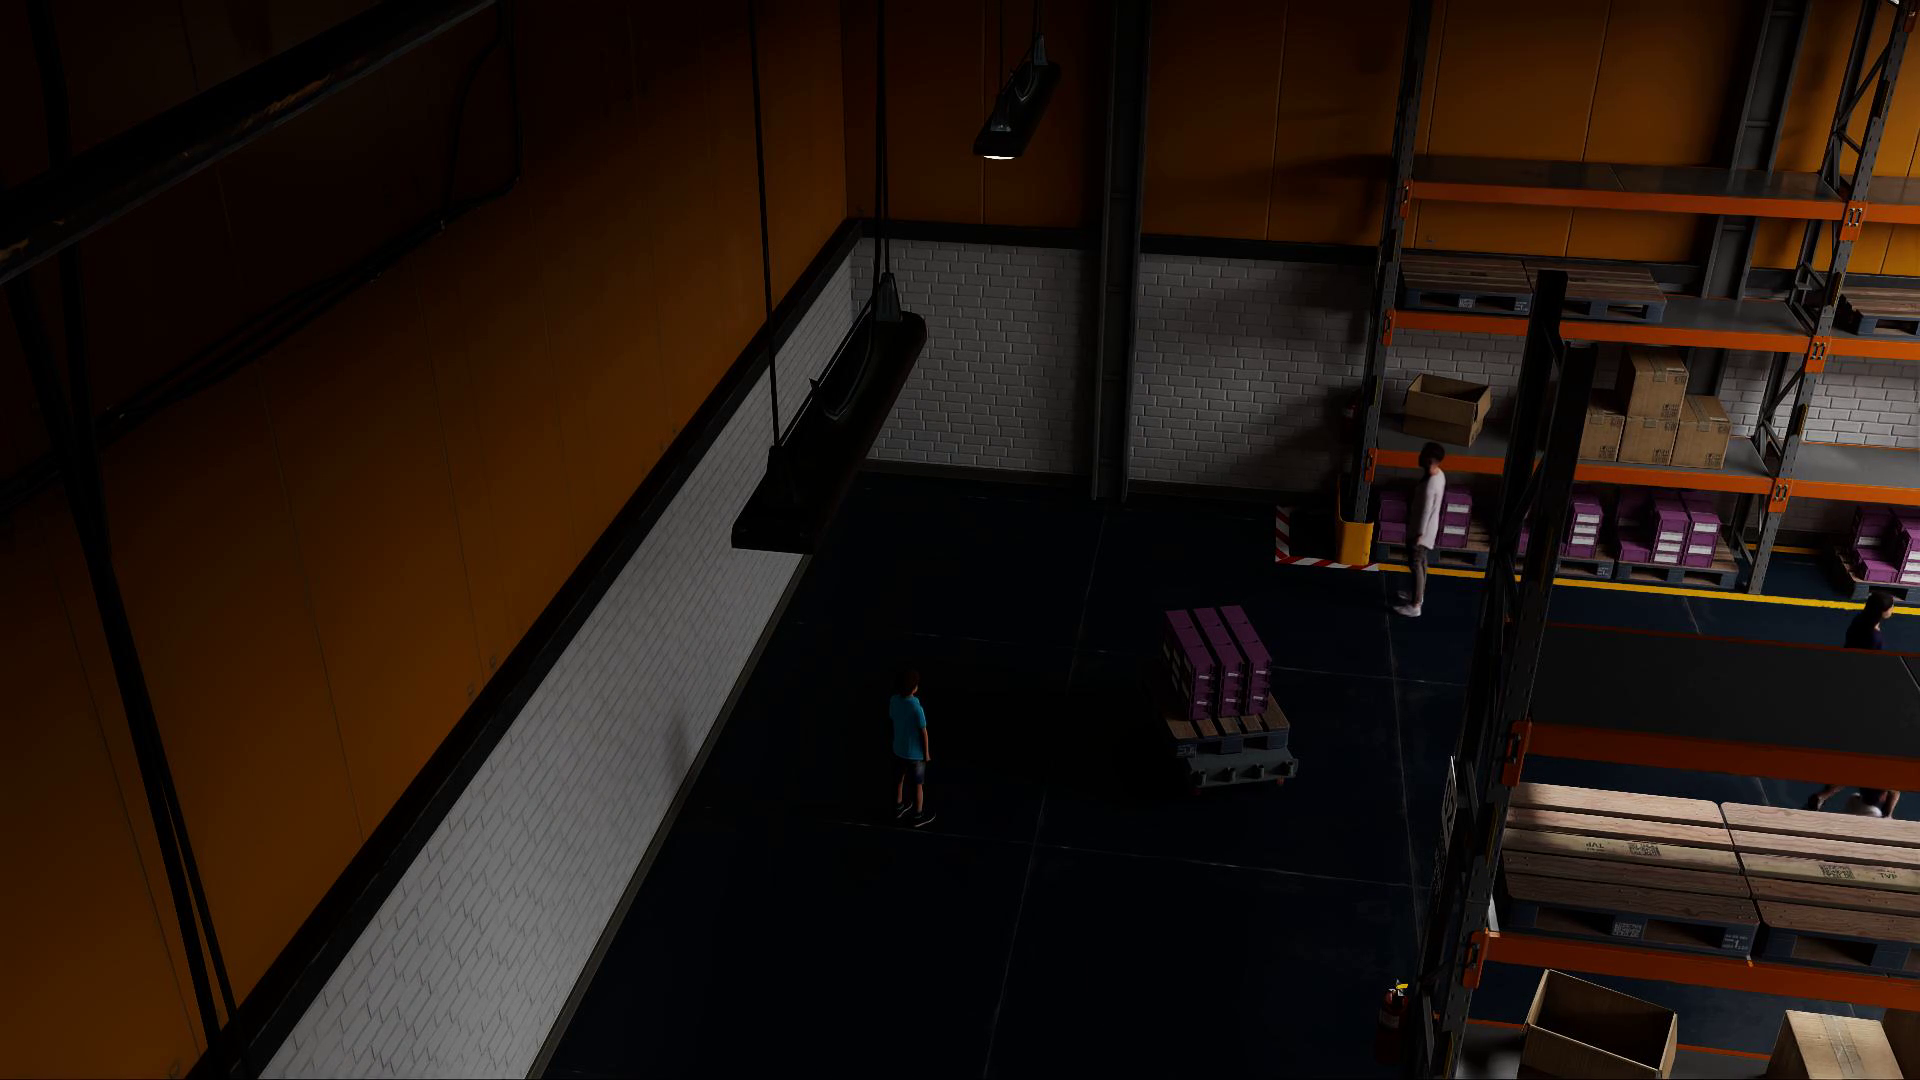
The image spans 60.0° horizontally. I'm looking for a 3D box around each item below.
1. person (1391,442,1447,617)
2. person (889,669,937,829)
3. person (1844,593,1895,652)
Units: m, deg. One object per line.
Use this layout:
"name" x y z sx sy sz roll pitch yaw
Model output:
"person" 4.538 -0.127 16.318 0.625 1.839 0.715 11 31 20
"person" -0.417 1.661 13.447 0.552 1.449 0.653 21 35 33
"person" 7.396 1.199 13.985 0.927 1.745 0.598 4 29 7
